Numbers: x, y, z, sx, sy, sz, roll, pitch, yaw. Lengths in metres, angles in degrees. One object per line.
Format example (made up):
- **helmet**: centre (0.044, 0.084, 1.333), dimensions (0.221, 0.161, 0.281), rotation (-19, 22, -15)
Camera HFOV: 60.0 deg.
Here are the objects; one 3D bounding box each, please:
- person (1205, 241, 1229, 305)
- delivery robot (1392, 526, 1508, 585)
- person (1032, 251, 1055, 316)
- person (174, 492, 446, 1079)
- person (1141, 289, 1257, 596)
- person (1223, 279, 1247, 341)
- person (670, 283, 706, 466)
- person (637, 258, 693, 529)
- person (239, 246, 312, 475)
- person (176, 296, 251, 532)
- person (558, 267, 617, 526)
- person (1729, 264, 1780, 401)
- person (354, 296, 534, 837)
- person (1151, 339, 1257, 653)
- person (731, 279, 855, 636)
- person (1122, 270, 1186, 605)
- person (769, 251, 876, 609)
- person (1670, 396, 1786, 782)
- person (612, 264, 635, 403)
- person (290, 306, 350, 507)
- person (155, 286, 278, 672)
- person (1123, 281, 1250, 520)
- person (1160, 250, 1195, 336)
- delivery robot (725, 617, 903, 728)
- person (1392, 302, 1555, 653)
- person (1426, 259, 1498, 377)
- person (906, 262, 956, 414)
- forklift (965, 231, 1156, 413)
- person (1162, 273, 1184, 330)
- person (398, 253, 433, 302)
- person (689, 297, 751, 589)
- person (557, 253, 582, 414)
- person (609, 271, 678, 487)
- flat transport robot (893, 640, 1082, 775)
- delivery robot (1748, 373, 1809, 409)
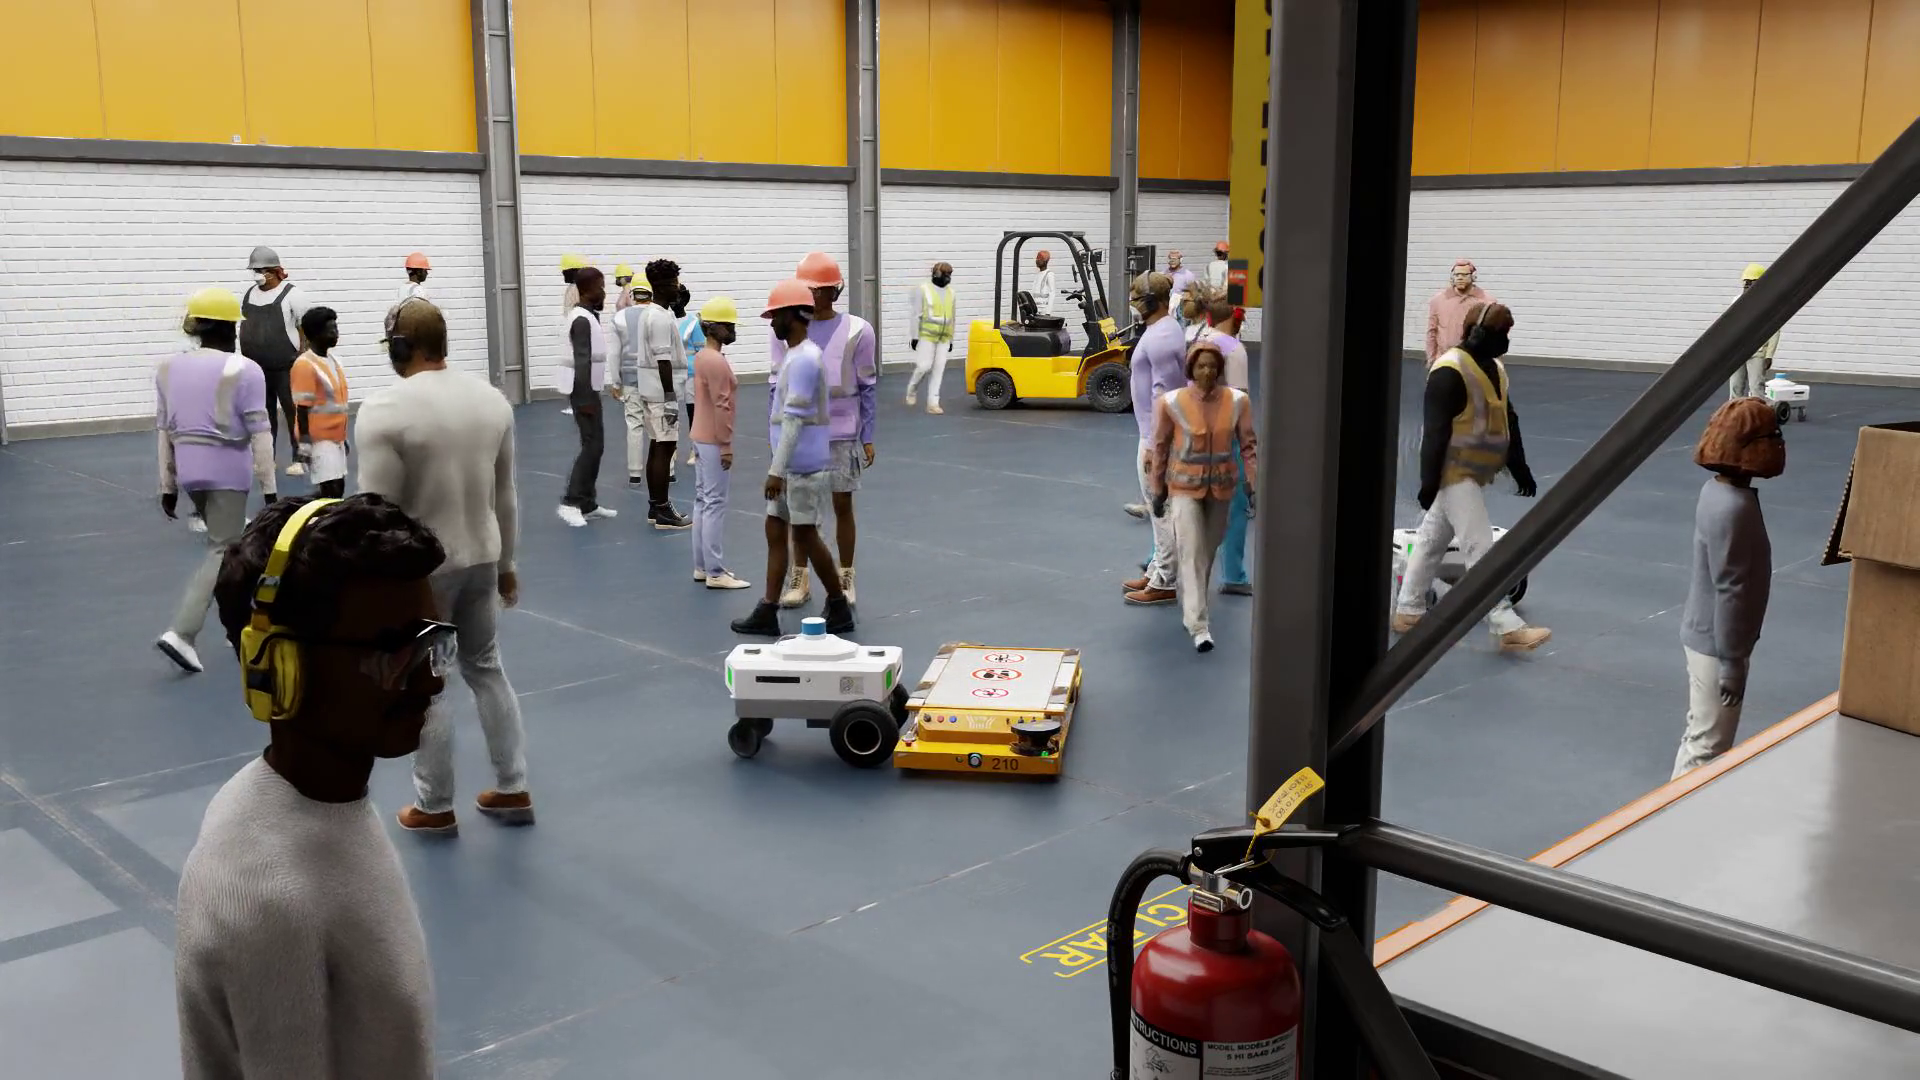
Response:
- **person**: centre (4.436, -4.046, 28.243), dimensions (0.412, 2.038, 0.639), rotation (-9, 14, -41)
- **delivery robot**: centre (2.854, 0.050, 9.671), dimensions (0.707, 0.478, 0.477), rotation (-2, 11, -10)
- **person**: centre (1.316, -3.663, 26.550), dimensions (0.356, 1.884, 0.574), rotation (-5, 11, -24)
- **person**: centre (-0.684, 0.871, 1.880), dimensions (0.329, 1.865, 0.513), rotation (-3, 11, -18)
- **person**: centre (1.477, -0.554, 9.805), dimensions (0.699, 1.824, 0.692), rotation (-2, 11, -11)
- **person**: centre (3.524, -2.720, 21.406), dimensions (0.354, 1.883, 0.572), rotation (3, 11, 14)
- **person**: centre (-2.599, -1.531, 15.435), dimensions (0.532, 1.696, 0.318), rotation (3, 11, 18)
- **person**: centre (-2.160, -1.063, 12.144), dimensions (0.367, 1.966, 0.607), rotation (-4, 11, -19)
- **person**: centre (-6.127, -1.588, 14.801), dimensions (0.688, 2.000, 0.536), rotation (2, 11, 12)
- **person**: centre (-5.334, -0.899, 11.906), dimensions (0.551, 1.724, 0.505), rotation (3, 11, 15)
- **person**: centre (-2.830, -1.072, 12.409), dimensions (0.440, 1.894, 0.668), rotation (-2, 11, -11)
- **person**: centre (8.329, -1.992, 17.571), dimensions (0.404, 1.835, 0.586), rotation (-6, 12, -29)
- **person**: centre (-1.821, 0.119, 5.883), dimensions (0.476, 1.921, 0.664), rotation (7, 12, 33)
- **person**: centre (1.274, -0.219, 8.548), dimensions (0.520, 1.593, 0.850), rotation (-2, 11, -10)
- **person**: centre (-0.874, -0.415, 8.803), dimensions (0.674, 1.900, 0.616), rotation (-2, 11, -10)
- **person**: centre (1.136, -0.585, 9.633), dimensions (0.374, 1.933, 0.627), rotation (1, 10, 7)
- **person**: centre (-0.785, -0.610, 9.469), dimensions (0.614, 2.039, 0.384), rotation (1, 10, 4)
- **person**: centre (2.431, 0.359, 5.286), dimensions (0.272, 1.635, 0.507), rotation (4, 11, 20)
- **person**: centre (-4.273, -2.637, 21.289), dimensions (0.318, 1.763, 0.530), rotation (-5, 12, -26)
- **person**: centre (-4.138, -0.651, 10.656), dimensions (0.445, 1.689, 0.538), rotation (0, 10, 1)
- **person**: centre (-3.748, -0.313, 8.285), dimensions (0.598, 1.894, 0.919), rotation (3, 11, 15)
- **person**: centre (1.752, -1.014, 12.372), dimensions (0.985, 1.796, 0.515), rotation (-3, 11, -18)
- **person**: centre (3.218, -3.426, 25.175), dimensions (0.651, 1.913, 0.410), rotation (7, 13, 35)
- **delivery robot**: centre (-0.602, 0.564, 6.867), dimensions (0.707, 0.478, 0.477), rotation (1, 10, 5)
- **person**: centre (2.695, -0.327, 8.600), dimensions (0.951, 1.786, 0.652), rotation (8, 13, 36)
- **person**: centre (4.709, -1.683, 15.686), dimensions (0.643, 1.908, 0.399), rotation (5, 11, 25)
- **person**: centre (-0.333, -2.426, 19.979), dimensions (0.659, 1.821, 0.558), rotation (-7, 13, -34)
- **forklift**: centre (1.222, -2.721, 20.561), dimensions (2.313, 2.155, 1.214), rotation (2, 11, 13)
- **person**: centre (2.670, -2.664, 21.769), dimensions (0.511, 1.639, 0.308), rotation (2, 11, 13)
- **person**: centre (-6.046, -2.236, 18.624), dimensions (0.372, 1.933, 0.552), rotation (-9, 14, -42)
- **person**: centre (-1.471, -0.588, 10.106), dimensions (0.330, 1.765, 0.526), rotation (-4, 11, -21)
- **person**: centre (-4.599, -2.461, 19.888), dimensions (0.397, 1.913, 0.620), rotation (-5, 12, -26)
- **person**: centre (-2.664, -1.361, 14.133), dimensions (0.599, 1.830, 0.403), rotation (-1, 10, -7)
- **flat transport robot**: centre (0.158, 0.694, 7.191), dimensions (0.652, 0.197, 1.431), rotation (1, 10, 8)
- **delivery robot**: centre (9.356, -1.660, 18.997), dimensions (0.707, 0.478, 0.477), rotation (-6, 12, -28)
